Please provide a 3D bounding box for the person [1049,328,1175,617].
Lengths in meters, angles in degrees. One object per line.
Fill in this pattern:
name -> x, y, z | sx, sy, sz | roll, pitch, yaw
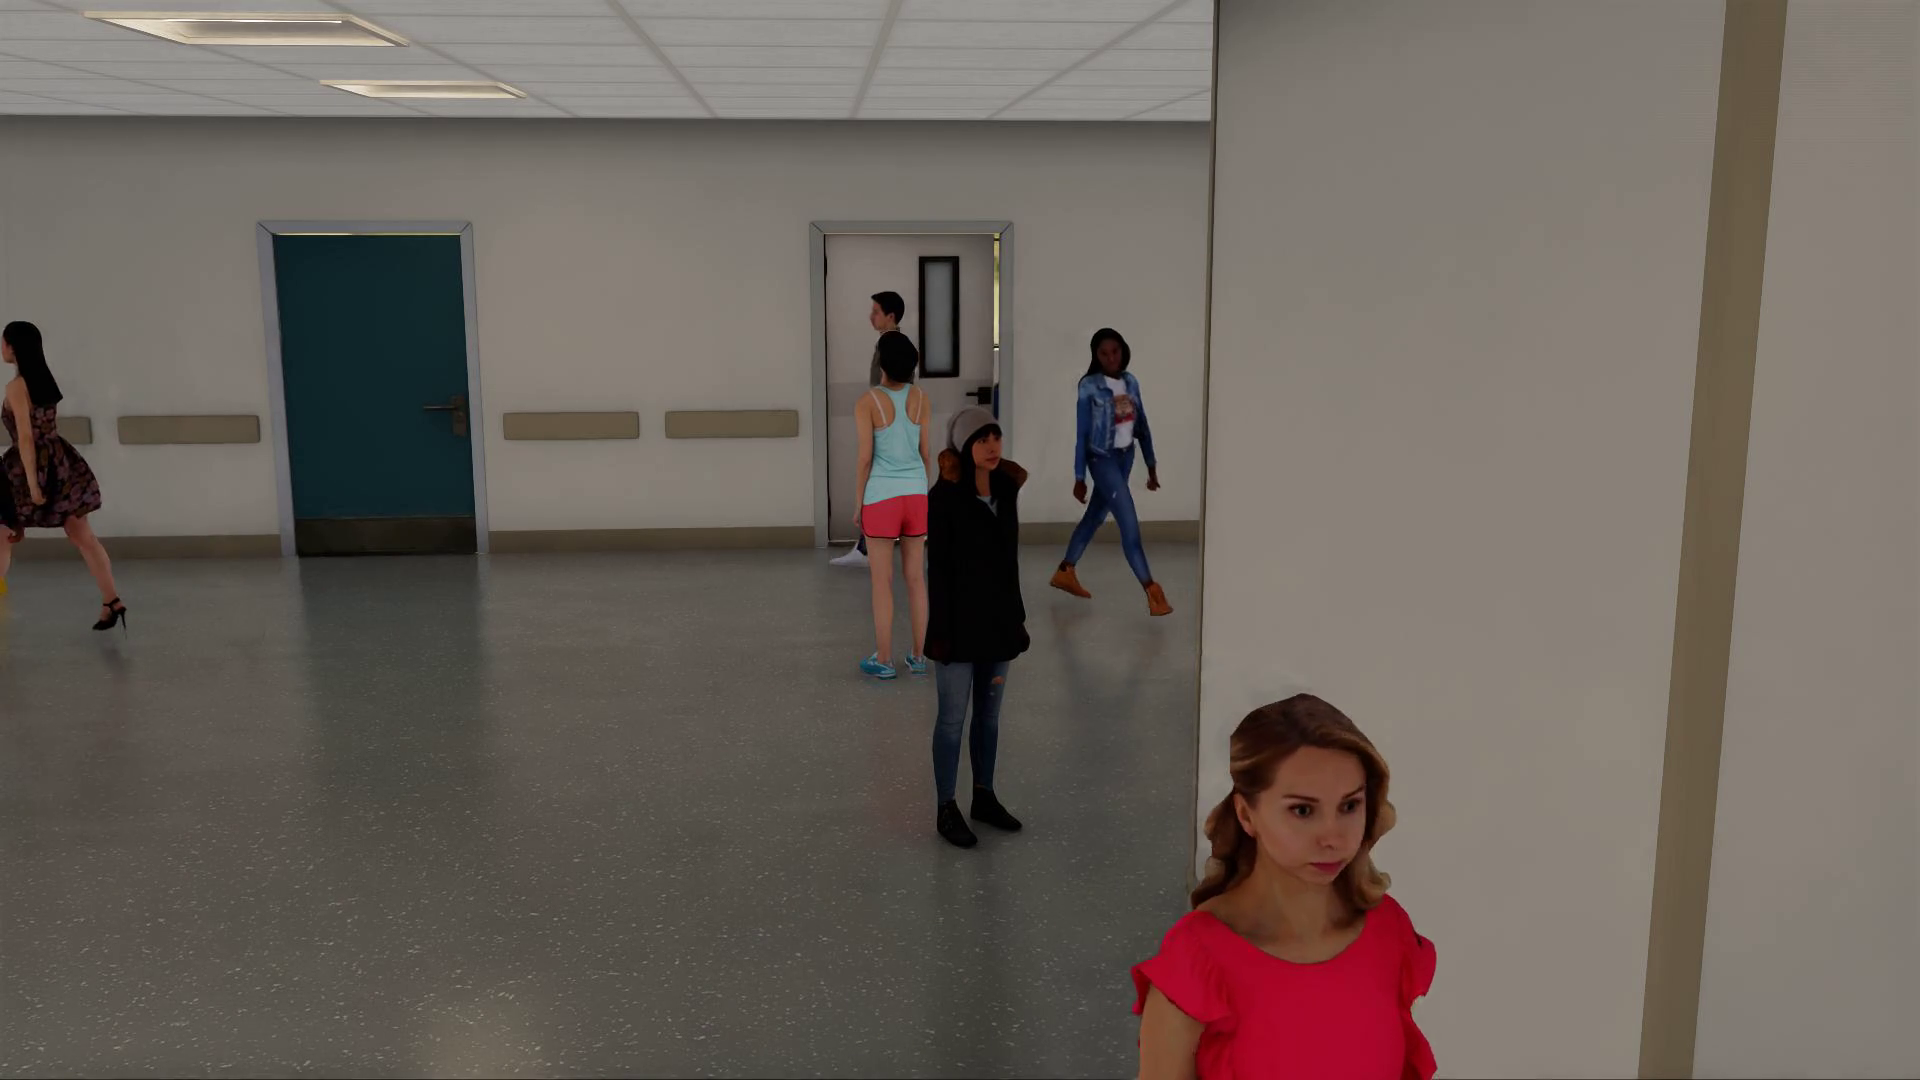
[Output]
person -> 0.807, -0.369, 9.746 | 1.220, 1.651, 1.240 | 10, 15, 43

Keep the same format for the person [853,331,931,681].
person -> -0.332, -0.181, 8.450 | 0.638, 1.765, 0.729 | -5, 12, -26

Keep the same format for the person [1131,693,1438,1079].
person -> 0.389, 1.021, 2.325 | 1.004, 1.685, 0.751 | -3, 11, -18

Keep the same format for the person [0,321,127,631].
person -> -4.958, -0.287, 9.154 | 1.220, 1.710, 0.761 | 1, 11, 5

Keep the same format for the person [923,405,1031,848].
person -> 0.053, 0.304, 6.248 | 0.729, 1.633, 0.809 | -9, 14, -40
